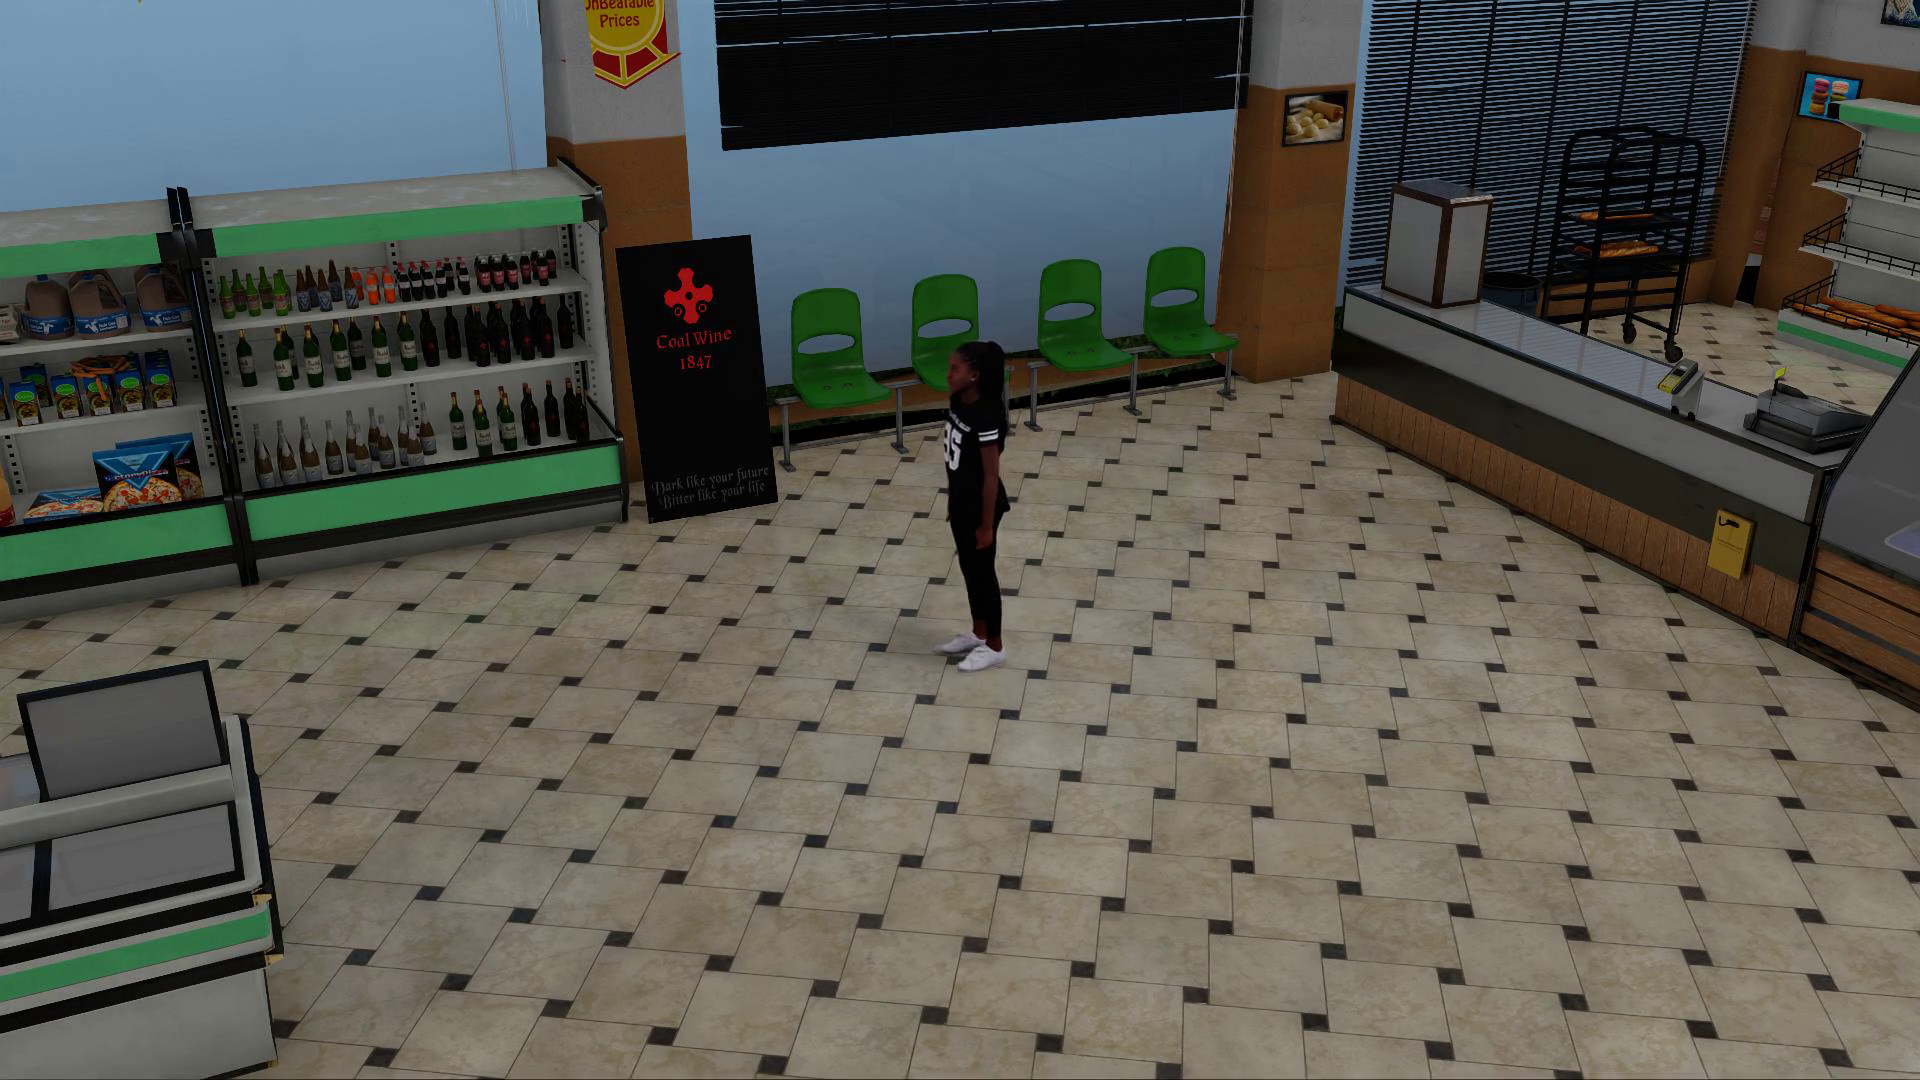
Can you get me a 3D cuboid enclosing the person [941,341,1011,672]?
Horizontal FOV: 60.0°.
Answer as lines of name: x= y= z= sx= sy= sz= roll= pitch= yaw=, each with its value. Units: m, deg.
person: x=0.082 y=-0.160 z=8.339 sx=0.516 sy=1.725 sz=0.604 roll=-10 pitch=25 yaw=-21
